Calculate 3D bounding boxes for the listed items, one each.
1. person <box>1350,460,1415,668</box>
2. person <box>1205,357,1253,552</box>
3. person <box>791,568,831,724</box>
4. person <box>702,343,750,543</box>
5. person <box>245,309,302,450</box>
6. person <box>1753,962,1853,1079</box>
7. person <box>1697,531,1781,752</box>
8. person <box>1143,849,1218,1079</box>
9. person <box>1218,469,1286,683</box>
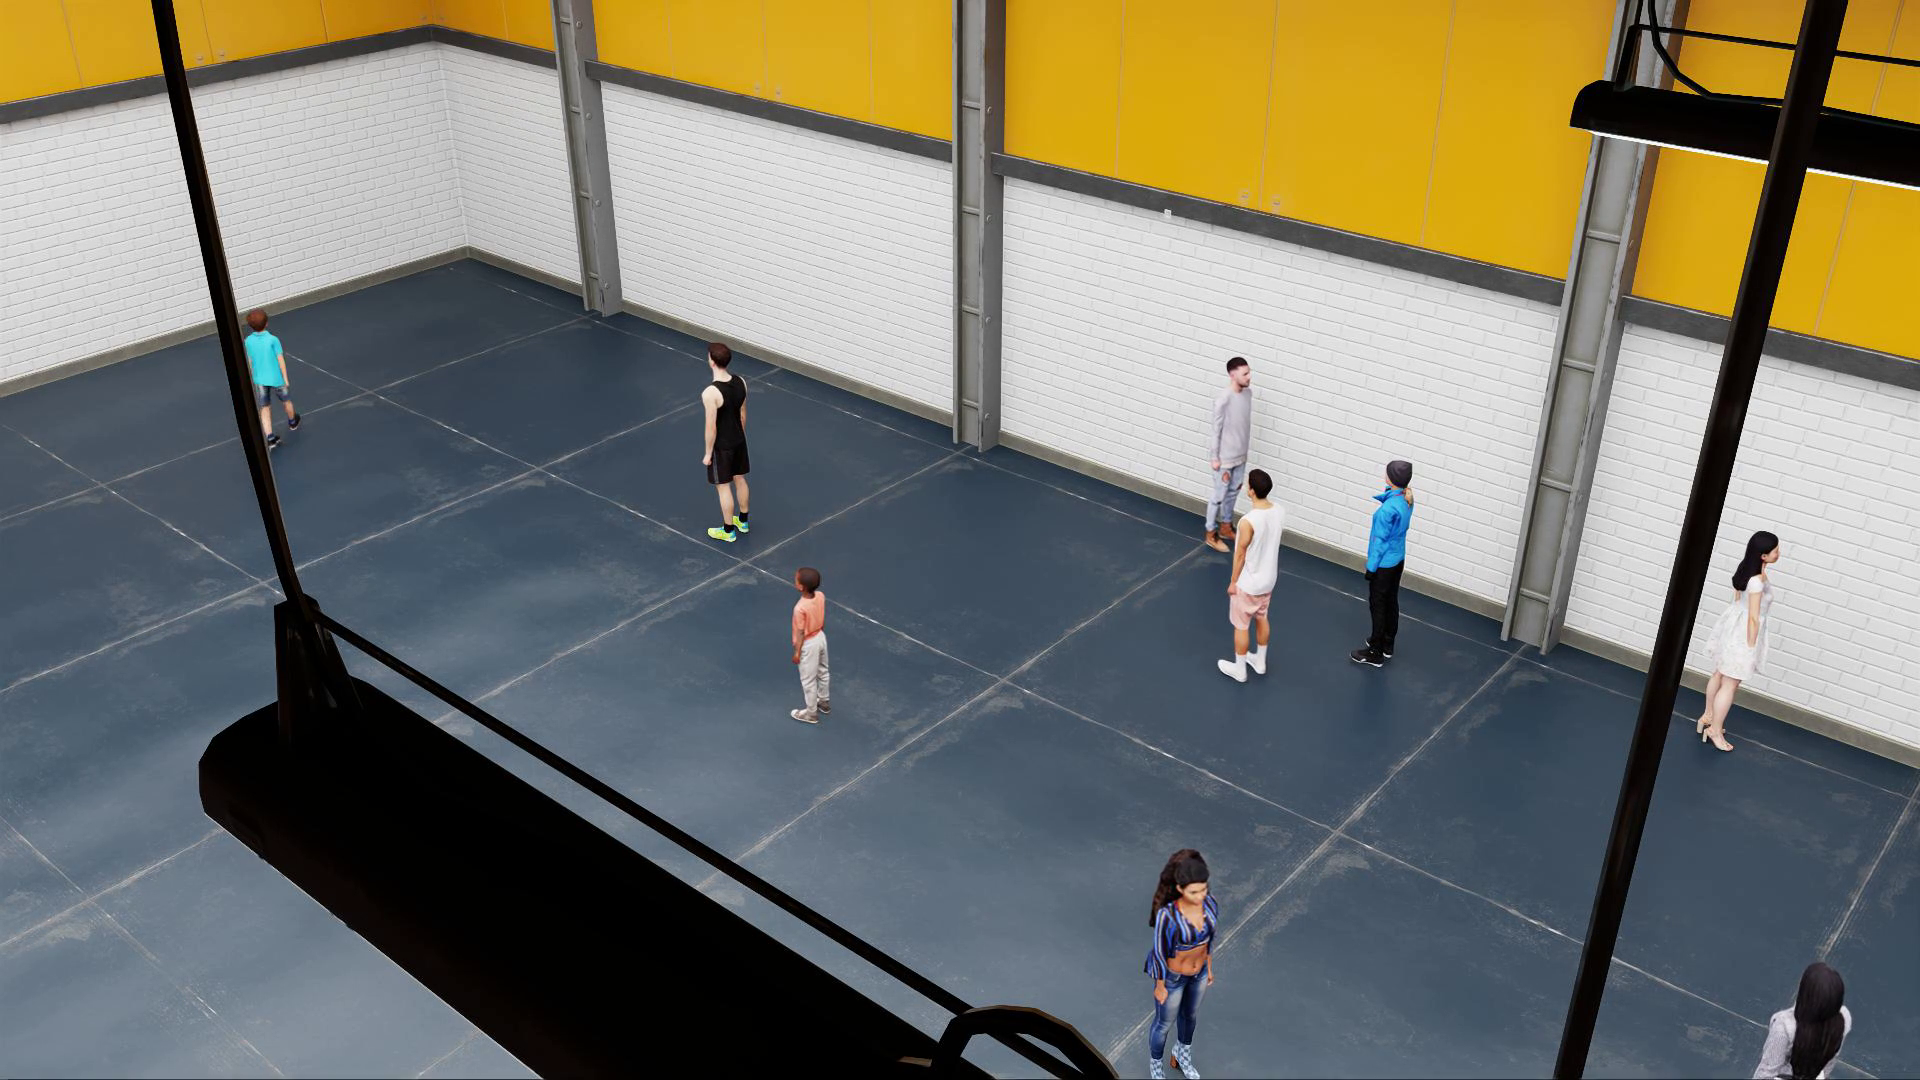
[{"bbox_3d":[3.396,0.178,13.218,0.509,1.798,0.618,23,36,36],"label":"person"},{"bbox_3d":[2.414,-0.800,14.969,0.698,1.839,0.608,-24,37,-37],"label":"person"},{"bbox_3d":[-1.125,0.782,12.620,0.494,1.311,0.498,18,33,30],"label":"person"},{"bbox_3d":[-2.123,-0.890,15.078,0.589,1.891,0.705,19,34,30],"label":"person"},{"bbox_3d":[-7.053,-1.622,16.921,0.921,1.412,0.971,-2,29,-3],"label":"person"},{"bbox_3d":[4.202,2.820,8.452,0.671,1.724,0.719,-4,29,-8],"label":"person"},{"bbox_3d":[5.739,0.729,12.232,0.790,1.775,0.762,6,29,10],"label":"person"},{"bbox_3d":[1.239,2.420,9.298,0.676,1.617,0.659,-16,32,-26],"label":"person"},{"bbox_3d":[2.309,0.289,13.029,0.662,1.784,0.623,-21,35,-34],"label":"person"}]
